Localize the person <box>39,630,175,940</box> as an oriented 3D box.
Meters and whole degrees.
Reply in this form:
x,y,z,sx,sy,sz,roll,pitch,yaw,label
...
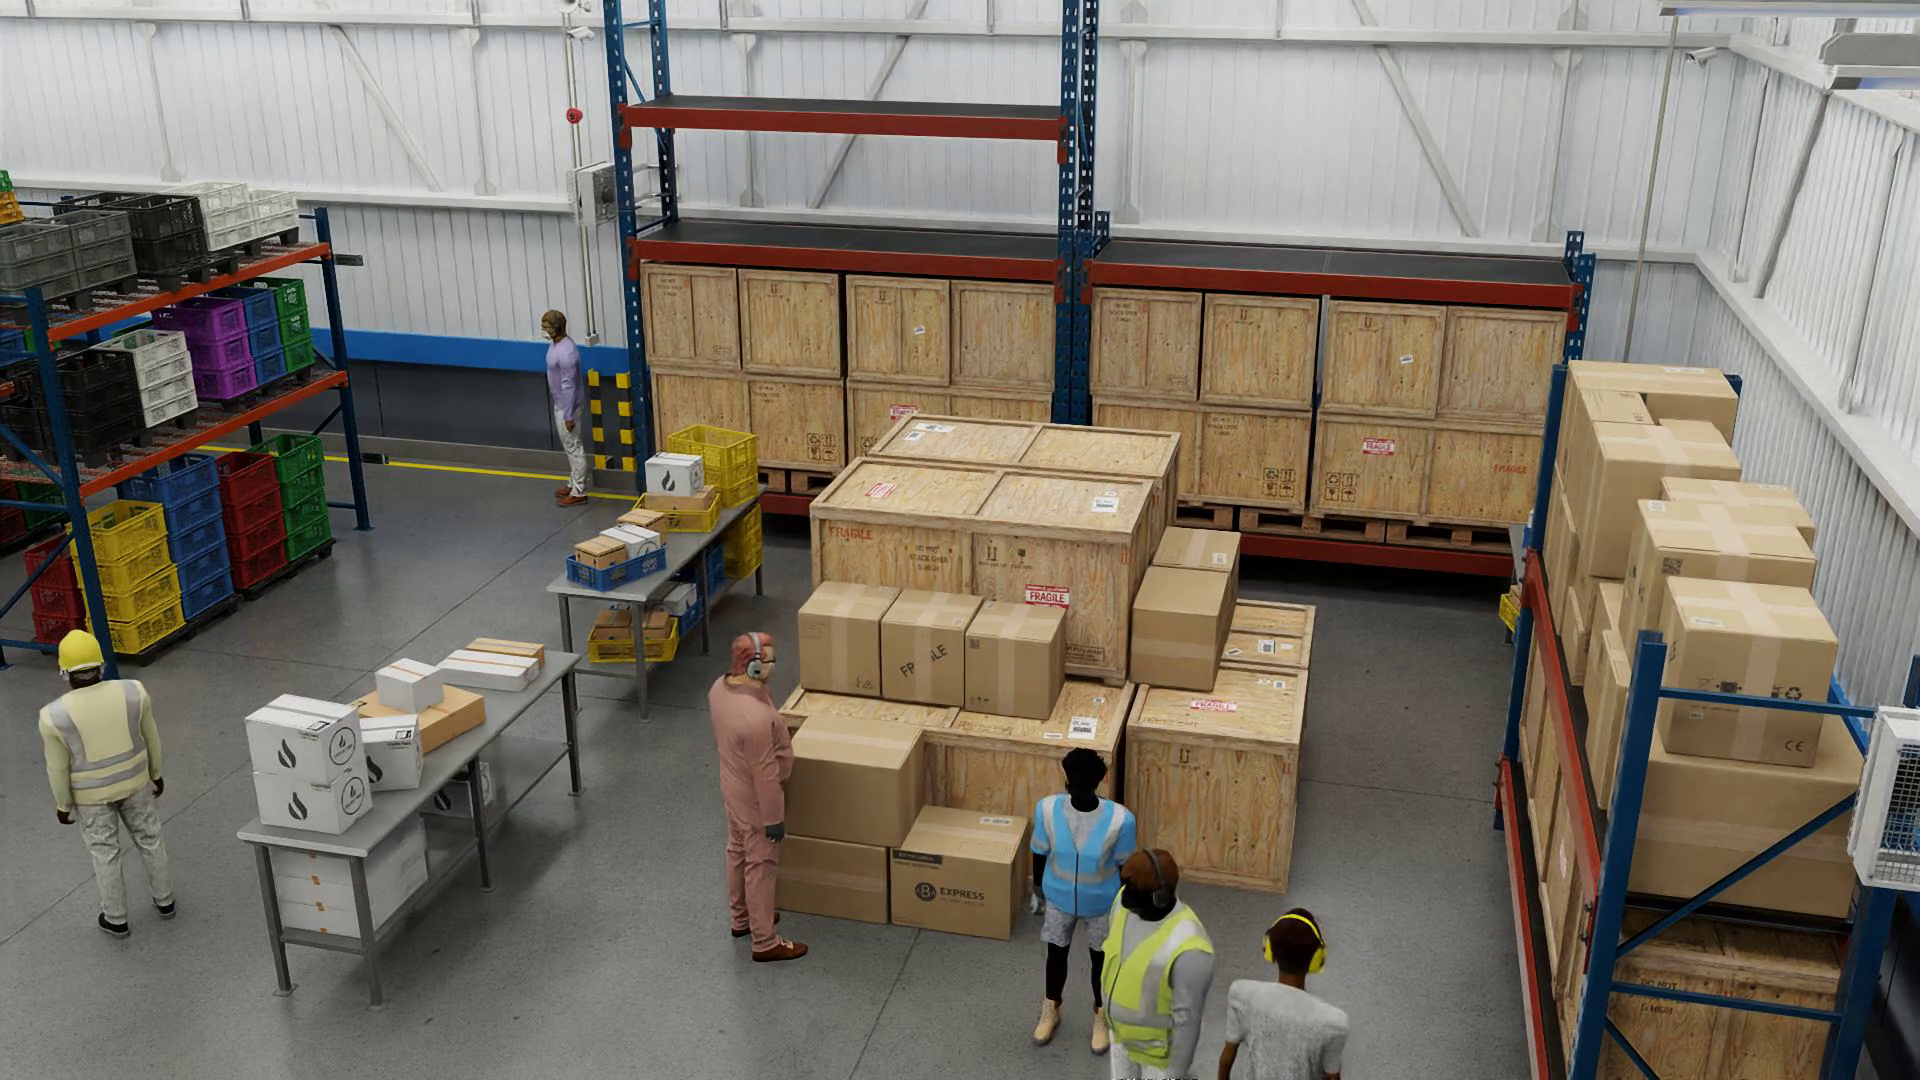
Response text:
x,y,z,sx,sy,sz,roll,pitch,yaw,label
-4.757,1.355,9.289,0.587,1.835,0.403,-19,28,-40,person

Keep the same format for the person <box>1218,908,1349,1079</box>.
x,y,z,sx,sy,sz,roll,pitch,yaw,label
1.273,2.332,6.707,0.519,1.856,0.351,13,25,31,person

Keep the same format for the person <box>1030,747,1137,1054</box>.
x,y,z,sx,sy,sz,roll,pitch,yaw,label
0.606,1.796,8.323,0.540,1.695,0.317,6,22,15,person

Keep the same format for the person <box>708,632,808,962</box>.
x,y,z,sx,sy,sz,roll,pitch,yaw,label
-1.105,1.390,9.100,0.408,1.906,0.638,-11,23,-26,person

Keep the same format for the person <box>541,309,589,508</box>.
x,y,z,sx,sy,sz,roll,pitch,yaw,label
-3.802,-1.281,16.057,0.375,1.933,0.625,-7,22,-18,person

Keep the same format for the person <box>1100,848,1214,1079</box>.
x,y,z,sx,sy,sz,roll,pitch,yaw,label
0.824,2.148,7.224,0.430,1.835,0.629,-10,23,-25,person
